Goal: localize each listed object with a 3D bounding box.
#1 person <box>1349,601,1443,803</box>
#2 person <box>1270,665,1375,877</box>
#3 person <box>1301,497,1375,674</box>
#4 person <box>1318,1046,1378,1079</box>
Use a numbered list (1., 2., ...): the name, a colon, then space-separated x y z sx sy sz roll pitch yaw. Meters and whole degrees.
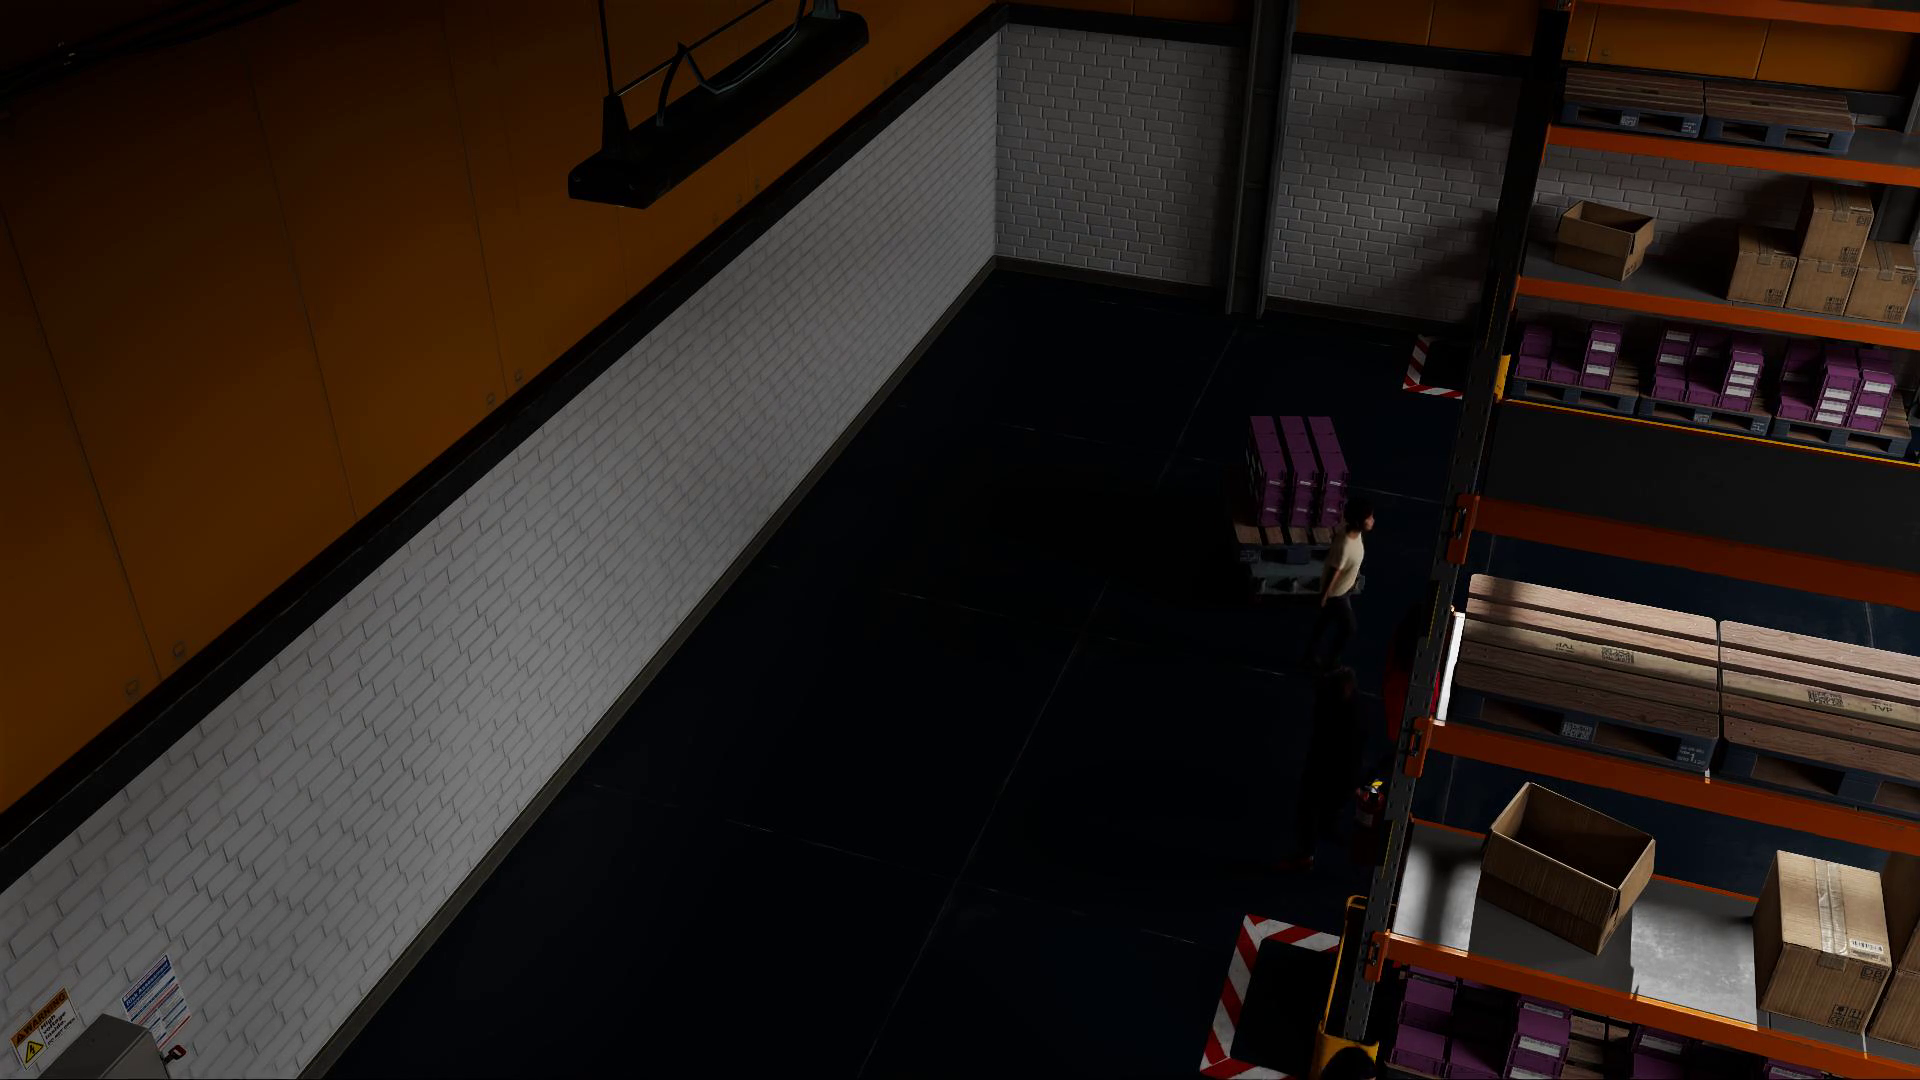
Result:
1. person: 2.960 1.167 11.267 1.060 1.724 1.018 -17 37 -24
2. person: 2.462 1.508 10.688 1.098 1.797 1.017 -9 35 -13
3. person: 2.785 0.355 12.628 0.628 1.569 0.613 15 36 21
4. person: 1.761 3.099 8.393 0.971 1.688 1.121 -23 40 -30
